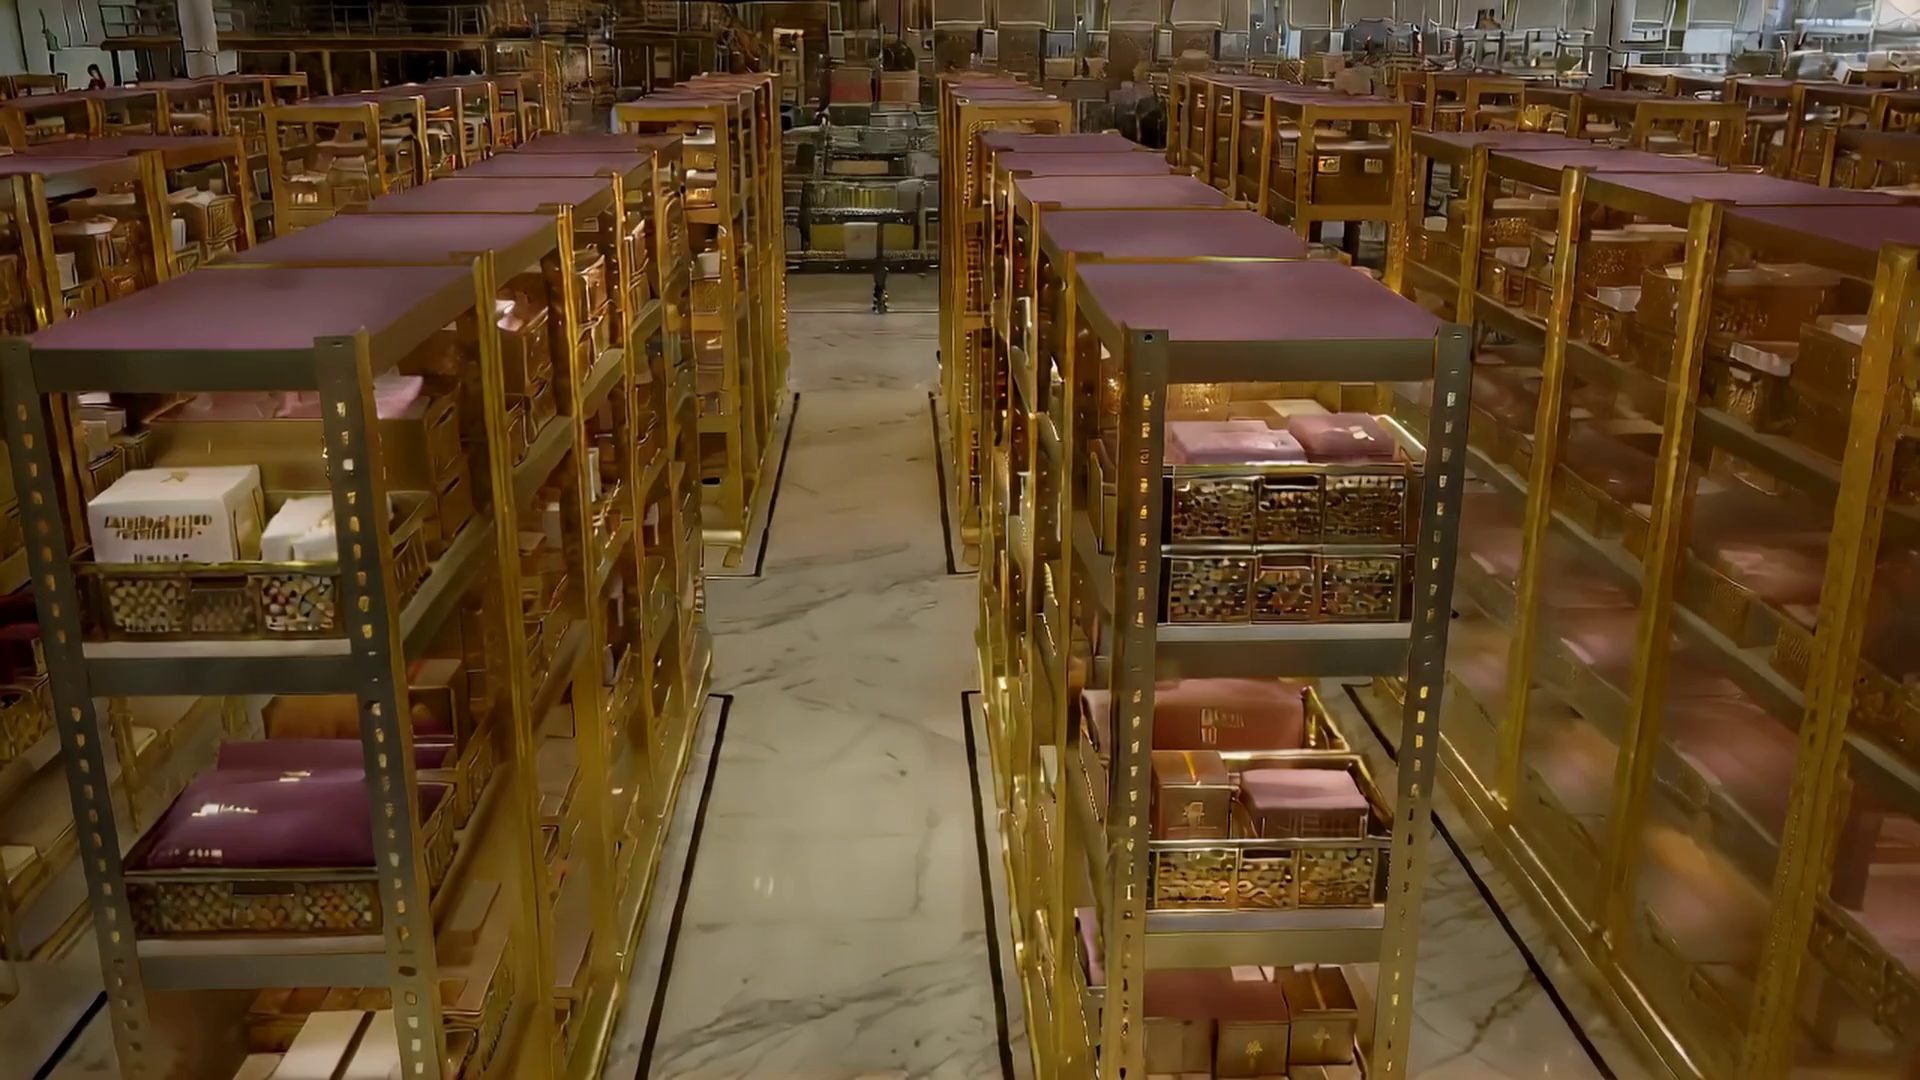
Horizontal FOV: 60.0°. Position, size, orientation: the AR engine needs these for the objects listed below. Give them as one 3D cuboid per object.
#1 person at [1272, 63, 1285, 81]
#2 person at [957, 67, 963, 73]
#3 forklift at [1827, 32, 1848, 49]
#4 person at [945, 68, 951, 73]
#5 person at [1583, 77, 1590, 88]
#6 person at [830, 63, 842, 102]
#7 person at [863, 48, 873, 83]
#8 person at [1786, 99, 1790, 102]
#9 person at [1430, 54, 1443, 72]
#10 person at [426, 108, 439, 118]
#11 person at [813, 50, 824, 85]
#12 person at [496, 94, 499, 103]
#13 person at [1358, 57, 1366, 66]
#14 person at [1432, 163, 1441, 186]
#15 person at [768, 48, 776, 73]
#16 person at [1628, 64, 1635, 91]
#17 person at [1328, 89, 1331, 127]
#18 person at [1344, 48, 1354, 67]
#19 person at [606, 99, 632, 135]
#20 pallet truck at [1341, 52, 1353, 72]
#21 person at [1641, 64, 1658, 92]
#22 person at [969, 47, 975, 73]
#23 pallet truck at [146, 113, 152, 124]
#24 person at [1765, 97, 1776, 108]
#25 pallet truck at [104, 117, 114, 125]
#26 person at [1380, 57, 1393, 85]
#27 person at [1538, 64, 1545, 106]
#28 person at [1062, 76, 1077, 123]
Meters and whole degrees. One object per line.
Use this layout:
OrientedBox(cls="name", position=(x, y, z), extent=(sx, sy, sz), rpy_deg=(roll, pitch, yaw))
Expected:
OrientedBox(cls="person", position=(13.212, -18.912, 69.363), extent=(0.631, 1.885, 0.839), rpy_deg=(-5, 19, -14))
OrientedBox(cls="person", position=(-0.052, -17.003, 63.371), extent=(0.419, 1.962, 0.650), rpy_deg=(-2, 18, -7))
OrientedBox(cls="forklift", position=(46.023, -25.321, 87.619), extent=(1.129, 2.768, 1.873), rpy_deg=(-1, 18, -2))
OrientedBox(cls="person", position=(-0.483, -17.282, 64.341), extent=(0.907, 1.876, 0.611), rpy_deg=(5, 19, 15))
OrientedBox(cls="person", position=(20.790, -14.383, 55.281), extent=(0.379, 1.938, 0.547), rpy_deg=(-5, 19, -16))
OrientedBox(cls="person", position=(-5.514, -20.432, 74.353), extent=(0.515, 1.702, 0.837), rpy_deg=(-8, 20, -24))
OrientedBox(cls="person", position=(-5.182, -26.395, 92.511), extent=(0.573, 1.895, 0.901), rpy_deg=(13, 22, 35))
OrientedBox(cls="person", position=(21.742, -10.650, 43.750), extent=(0.552, 1.920, 0.447), rpy_deg=(0, 18, 0))
OrientedBox(cls="person", position=(23.326, -22.836, 81.541), extent=(0.649, 1.890, 1.038), rpy_deg=(2, 18, 5))
OrientedBox(cls="person", position=(-12.175, -9.085, 38.771), extent=(0.636, 2.005, 0.893), rpy_deg=(11, 21, 29))
OrientedBox(cls="person", position=(-7.682, -25.708, 90.503), extent=(0.624, 1.835, 0.431), rpy_deg=(-11, 21, -30))
OrientedBox(cls="person", position=(-16.992, -16.017, 60.576), extent=(0.951, 1.794, 0.516), rpy_deg=(-12, 22, -34))
OrientedBox(cls="person", position=(20.461, -23.771, 84.775), extent=(0.856, 1.659, 0.527), rpy_deg=(-10, 20, -28))
OrientedBox(cls="person", position=(11.186, -9.170, 39.364), extent=(0.602, 1.811, 0.742), rpy_deg=(-1, 18, -2))
OrientedBox(cls="person", position=(-10.484, -26.623, 93.238), extent=(1.019, 1.897, 0.600), rpy_deg=(-1, 18, -3))
OrientedBox(cls="person", position=(29.681, -20.307, 73.703), extent=(0.369, 1.896, 0.741), rpy_deg=(-4, 18, -13))
OrientedBox(cls="person", position=(12.212, -14.271, 55.494), extent=(0.519, 1.584, 0.877), rpy_deg=(0, 18, 0))
OrientedBox(cls="person", position=(21.333, -26.035, 91.367), extent=(0.585, 1.921, 0.383), rpy_deg=(9, 20, 26))
OrientedBox(cls="person", position=(-8.957, -10.674, 43.922), extent=(0.658, 1.859, 0.942), rpy_deg=(7, 19, 22))
OrientedBox(cls="pallet truck", position=(18.794, -23.123, 82.231), extent=(0.823, 1.965, 1.885), rpy_deg=(-13, 22, -35))
OrientedBox(cls="person", position=(29.942, -19.911, 72.222), extent=(0.704, 2.000, 0.682), rpy_deg=(0, 18, -1))
OrientedBox(cls="person", position=(0.730, -26.349, 92.262), extent=(0.802, 1.968, 0.622), rpy_deg=(4, 18, 14))
OrientedBox(cls="pallet truck", position=(-18.087, -8.309, 36.390), extent=(1.885, 1.965, 0.823), rpy_deg=(-1, 18, -4))
OrientedBox(cls="person", position=(28.041, -15.041, 57.745), extent=(0.639, 1.677, 0.534), rpy_deg=(-1, 18, -4))
OrientedBox(cls="pallet truck", position=(-18.367, -7.885, 35.078), extent=(1.885, 1.965, 0.823), rpy_deg=(1, 18, 2))
OrientedBox(cls="person", position=(20.430, -22.221, 79.740), extent=(0.653, 1.814, 0.491), rpy_deg=(-5, 19, -16))
OrientedBox(cls="person", position=(24.137, -18.860, 69.272), extent=(0.530, 1.855, 0.323), rpy_deg=(-16, 24, -40))
OrientedBox(cls="person", position=(3.899, -16.314, 61.603), extent=(0.908, 1.723, 0.532), rpy_deg=(2, 18, 7))
